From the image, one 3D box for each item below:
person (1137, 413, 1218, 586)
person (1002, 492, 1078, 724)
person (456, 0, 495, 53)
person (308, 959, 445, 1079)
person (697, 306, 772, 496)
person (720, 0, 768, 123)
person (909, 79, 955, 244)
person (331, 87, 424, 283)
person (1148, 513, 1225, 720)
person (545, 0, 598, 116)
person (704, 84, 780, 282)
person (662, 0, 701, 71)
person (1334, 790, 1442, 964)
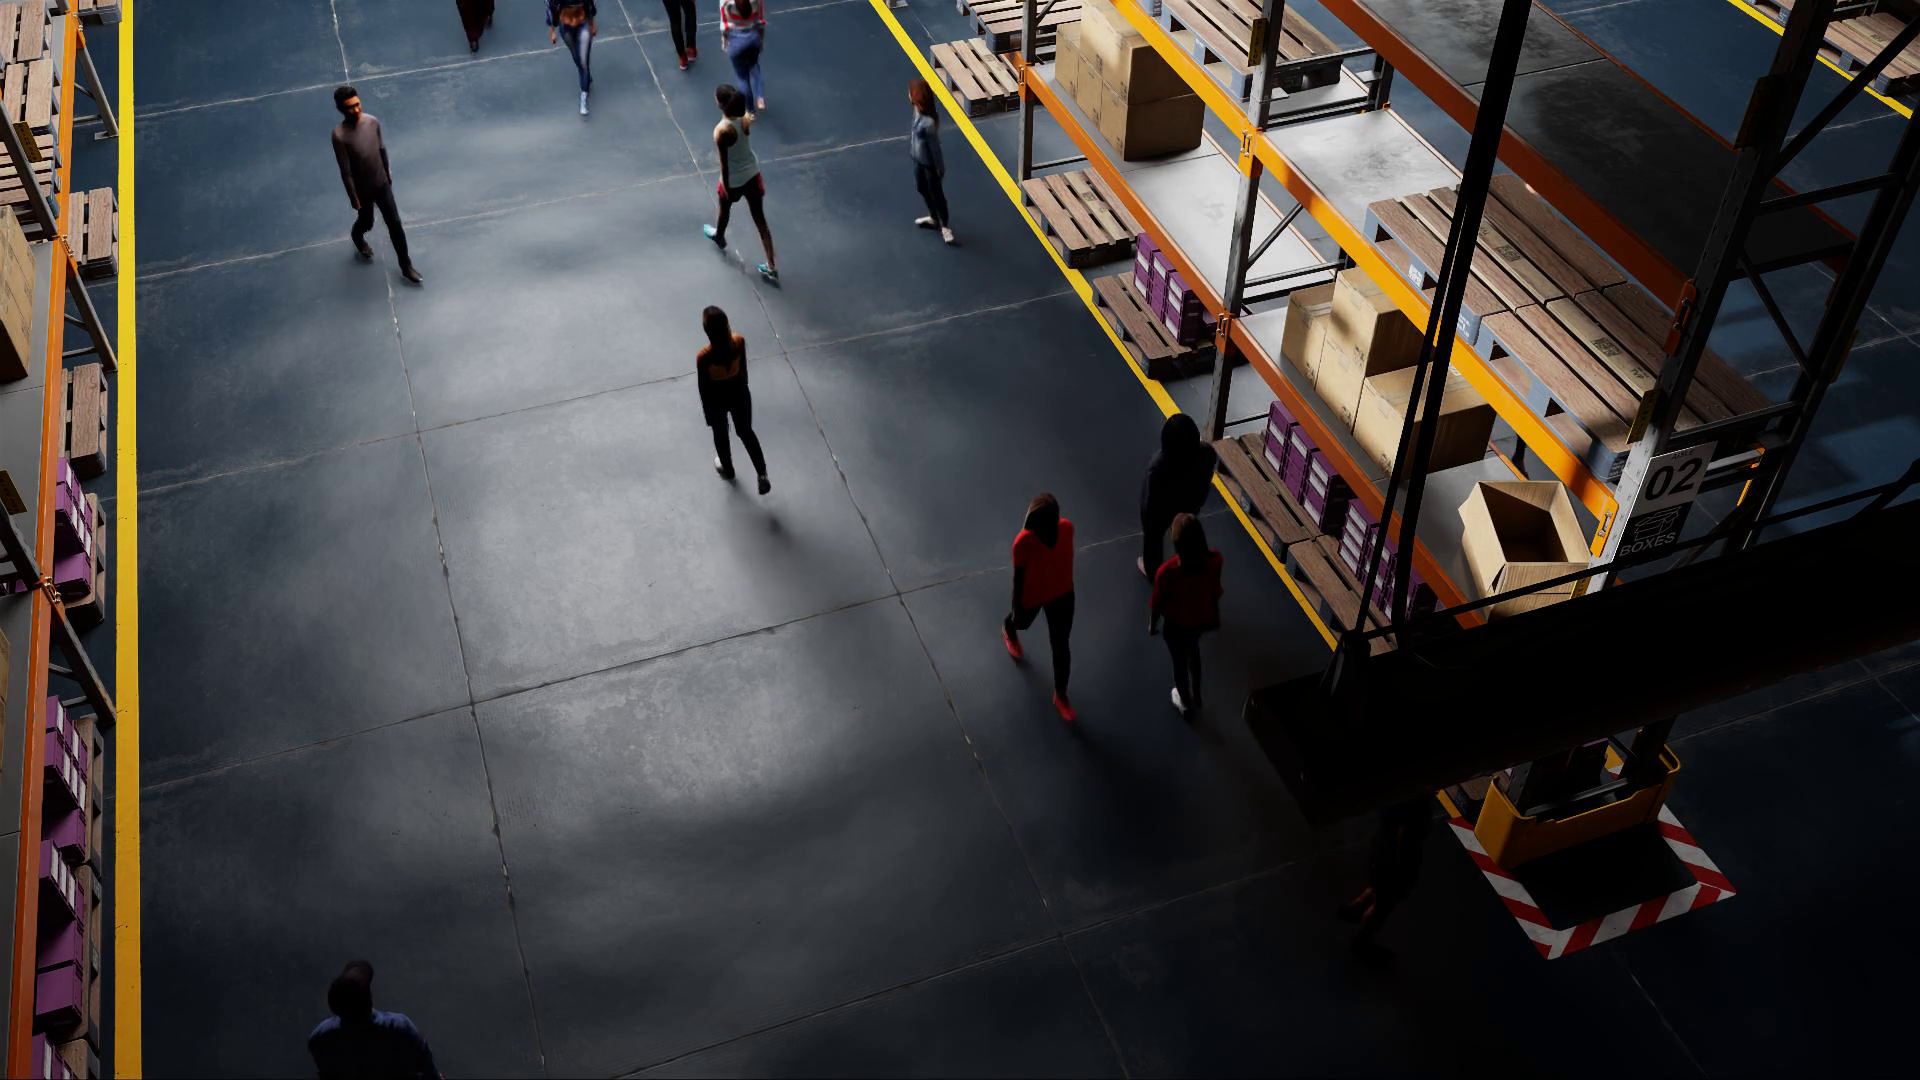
[{"bbox_3d":[1.476,-0.207,11.292,0.663,1.581,0.849,-16,46,-16],"label":"person"},{"bbox_3d":[0.478,0.314,10.694,0.659,1.653,1.162,-17,46,-17],"label":"person"},{"bbox_3d":[-5.125,-6.062,17.342,0.800,1.715,1.117,-6,44,-6],"label":"person"},{"bbox_3d":[-2.776,2.698,8.025,0.743,1.882,0.796,-6,44,-6],"label":"person"},{"bbox_3d":[-1.644,-0.985,12.085,0.730,1.616,1.017,-26,49,-25],"label":"person"},{"bbox_3d":[-2.055,-4.784,16.081,0.631,1.603,0.603,-21,48,-21],"label":"person"},{"bbox_3d":[-0.231,-3.339,14.669,0.801,1.458,0.470,-26,49,-25],"label":"person"},{"bbox_3d":[-5.085,-3.044,14.160,0.991,1.734,1.216,-29,51,-27],"label":"person"},{"bbox_3d":[1.443,0.568,10.402,0.621,1.687,0.574,-12,45,-12],"label":"person"},{"bbox_3d":[-3.792,-5.061,16.397,0.849,1.568,1.144,-1,44,-1],"label":"person"},{"bbox_3d":[-1.803,-3.001,14.138,0.889,1.702,1.279,-32,52,-29],"label":"person"},{"bbox_3d":[-2.896,-5.544,16.840,0.667,1.657,0.668,1,44,1],"label":"person"},{"bbox_3d":[2.295,1.741,9.143,0.801,1.727,0.729,8,44,8],"label":"person"}]
